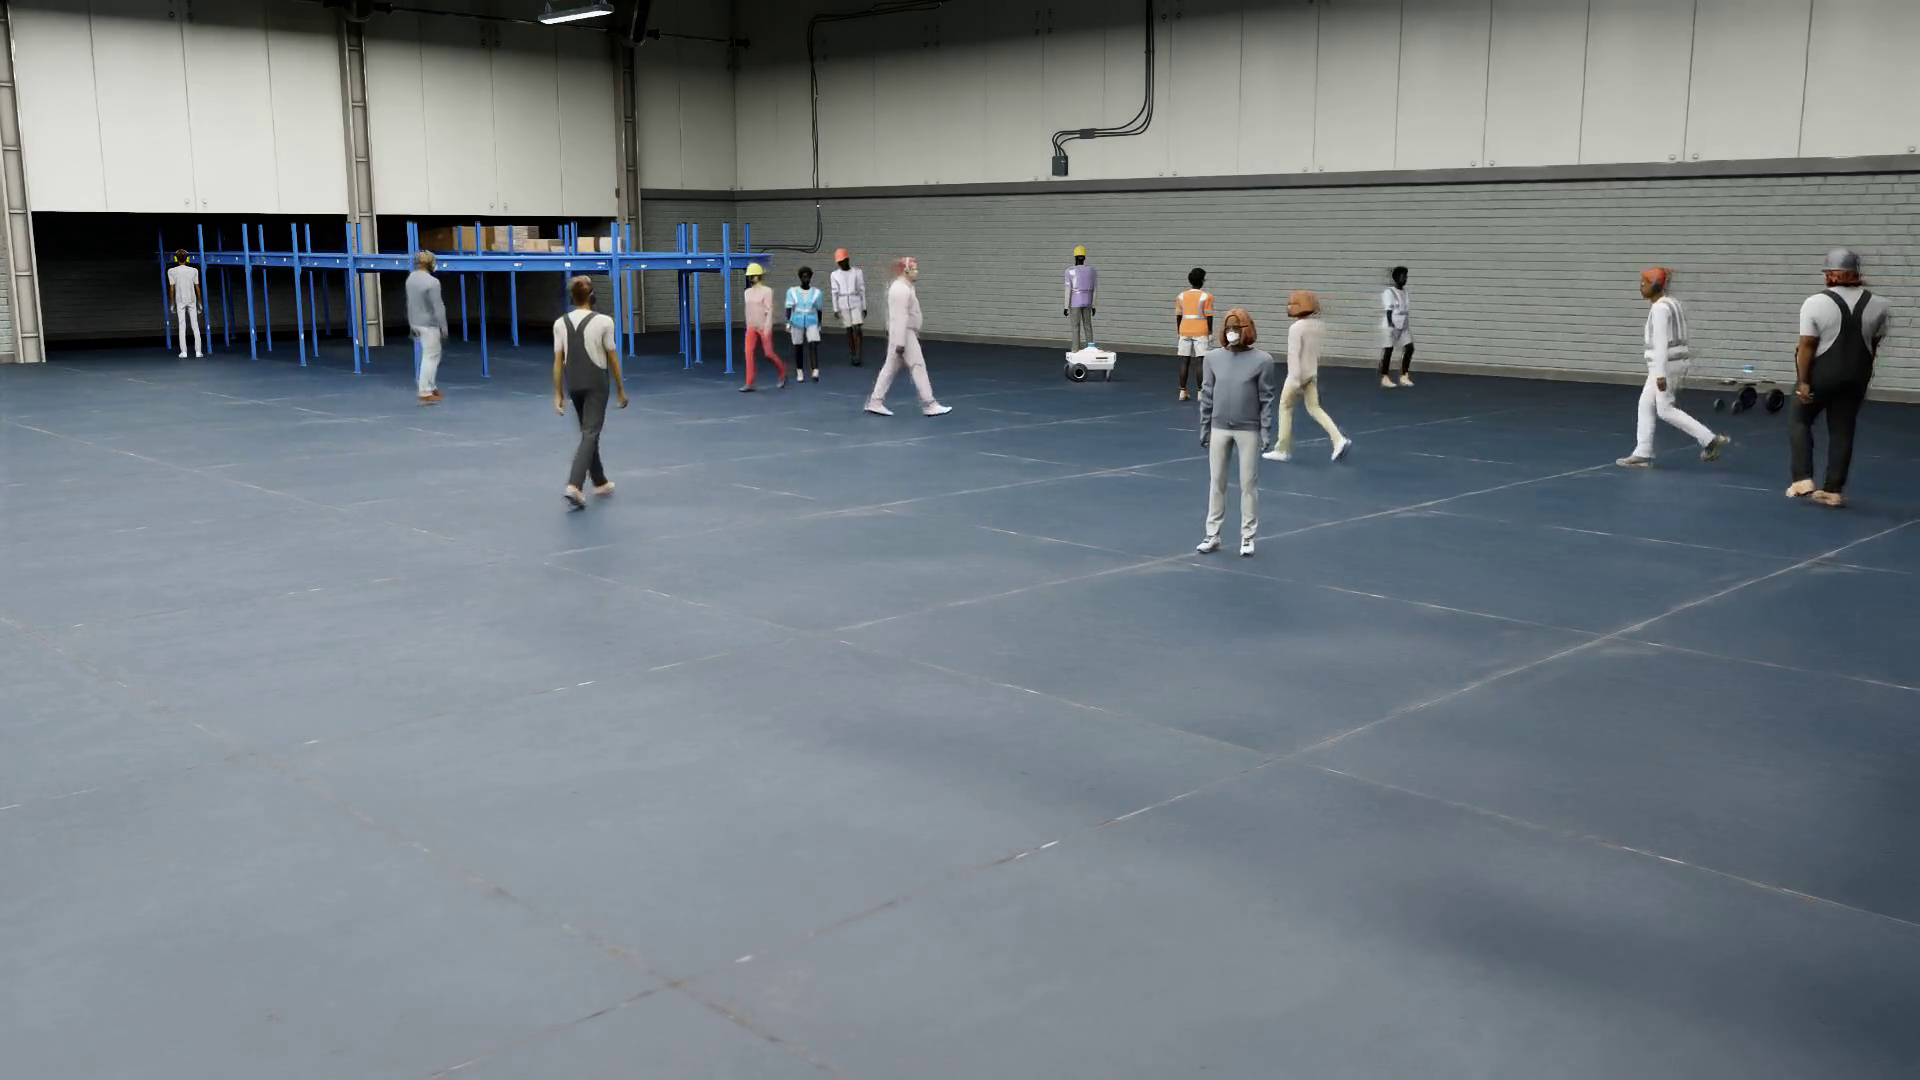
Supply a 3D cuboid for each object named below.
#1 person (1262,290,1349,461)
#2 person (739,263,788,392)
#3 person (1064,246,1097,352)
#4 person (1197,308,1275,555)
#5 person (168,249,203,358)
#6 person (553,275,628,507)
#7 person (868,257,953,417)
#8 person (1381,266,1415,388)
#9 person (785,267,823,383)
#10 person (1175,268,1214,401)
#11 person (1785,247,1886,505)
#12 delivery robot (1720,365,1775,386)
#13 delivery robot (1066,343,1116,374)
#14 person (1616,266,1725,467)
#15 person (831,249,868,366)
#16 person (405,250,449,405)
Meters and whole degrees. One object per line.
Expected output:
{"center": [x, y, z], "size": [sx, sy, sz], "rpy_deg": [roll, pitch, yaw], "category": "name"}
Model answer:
{"center": [3.246, -1.526, 15.534], "size": [0.777, 1.606, 0.495], "rpy_deg": [10, 14, 43], "category": "person"}
{"center": [-2.696, -2.913, 22.719], "size": [0.521, 1.742, 0.763], "rpy_deg": [7, 12, 32], "category": "person"}
{"center": [2.010, -3.961, 27.937], "size": [0.589, 1.927, 0.388], "rpy_deg": [-4, 11, -20], "category": "person"}
{"center": [1.833, -0.720, 11.065], "size": [0.501, 1.633, 0.285], "rpy_deg": [5, 12, 26], "category": "person"}
{"center": [-13.456, -4.108, 28.907], "size": [0.513, 1.867, 0.328], "rpy_deg": [-6, 12, -30], "category": "person"}
{"center": [-2.962, -1.183, 13.148], "size": [0.517, 1.807, 0.955], "rpy_deg": [3, 11, 18], "category": "person"}
{"center": [-0.629, -2.373, 19.478], "size": [0.987, 1.858, 0.651], "rpy_deg": [-2, 11, -11], "category": "person"}
{"center": [6.095, -2.937, 23.036], "size": [0.541, 1.679, 0.582], "rpy_deg": [-6, 12, -31], "category": "person"}
{"center": [-2.229, -3.073, 23.839], "size": [0.550, 1.650, 0.882], "rpy_deg": [-1, 10, -7], "category": "person"}
{"center": [3.006, -2.629, 21.302], "size": [0.537, 1.695, 0.321], "rpy_deg": [8, 13, 36], "category": "person"}
{"center": [6.879, -1.282, 13.133], "size": [0.695, 2.000, 0.536], "rpy_deg": [0, 10, 0], "category": "person"}
{"center": [9.553, -2.001, 20.143], "size": [0.699, 0.223, 0.335], "rpy_deg": [-4, 11, -22], "category": "delivery robot"}
{"center": [1.924, -2.648, 24.381], "size": [0.707, 0.478, 0.477], "rpy_deg": [-2, 11, -9], "category": "delivery robot"}
{"center": [6.498, -1.556, 15.092], "size": [0.815, 1.847, 0.588], "rpy_deg": [4, 11, 21], "category": "person"}
{"center": [-1.804, -3.753, 26.910], "size": [0.583, 1.885, 0.901], "rpy_deg": [1, 10, 4], "category": "person"}
{"center": [-6.652, -2.684, 20.990], "size": [0.651, 1.916, 0.600], "rpy_deg": [9, 14, 42], "category": "person"}
